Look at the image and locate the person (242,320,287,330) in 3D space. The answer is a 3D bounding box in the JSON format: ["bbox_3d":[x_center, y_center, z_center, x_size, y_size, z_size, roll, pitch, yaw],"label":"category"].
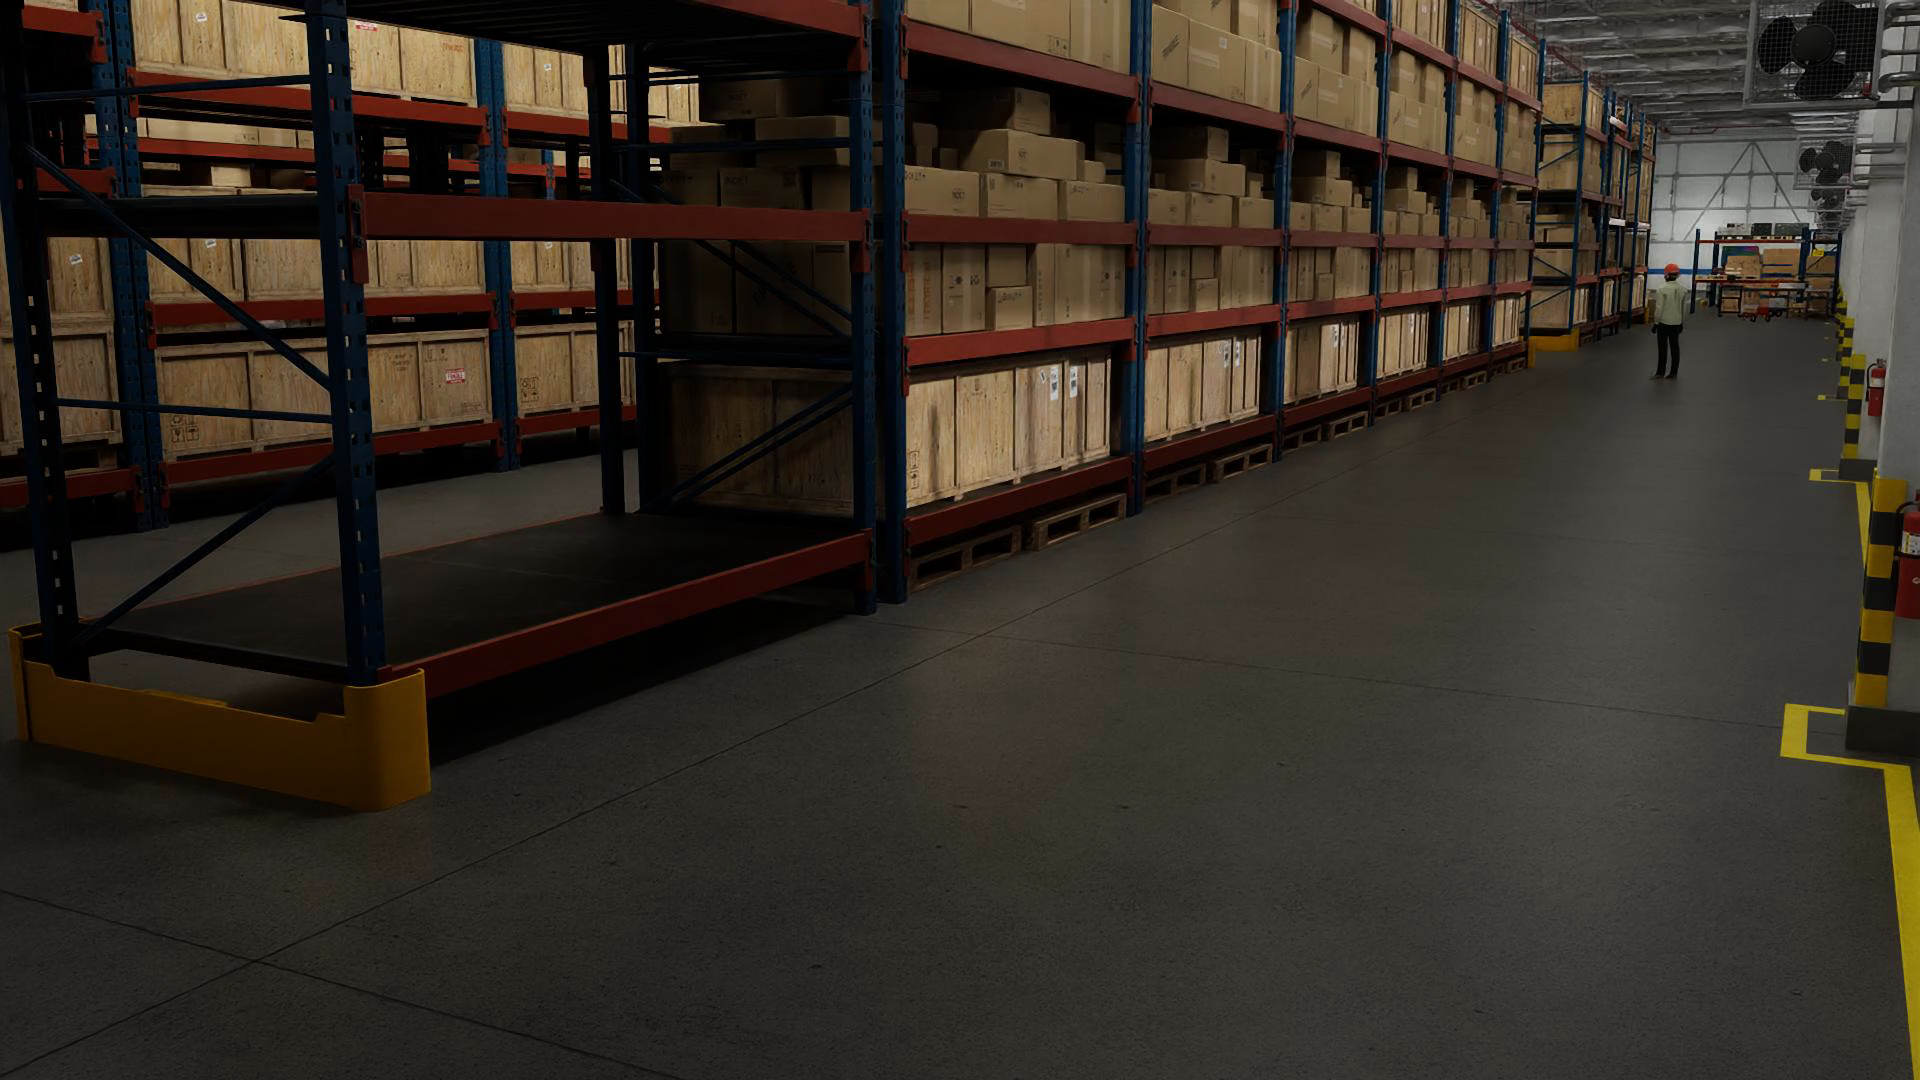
[{"bbox_3d":[-7.629,-1.865,18.288,0.608,1.806,0.871,5,11,26],"label":"person"}]

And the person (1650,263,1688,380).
[{"bbox_3d":[12.142,-3.730,28.502,0.622,1.993,0.383,-3,10,-17],"label":"person"}]
